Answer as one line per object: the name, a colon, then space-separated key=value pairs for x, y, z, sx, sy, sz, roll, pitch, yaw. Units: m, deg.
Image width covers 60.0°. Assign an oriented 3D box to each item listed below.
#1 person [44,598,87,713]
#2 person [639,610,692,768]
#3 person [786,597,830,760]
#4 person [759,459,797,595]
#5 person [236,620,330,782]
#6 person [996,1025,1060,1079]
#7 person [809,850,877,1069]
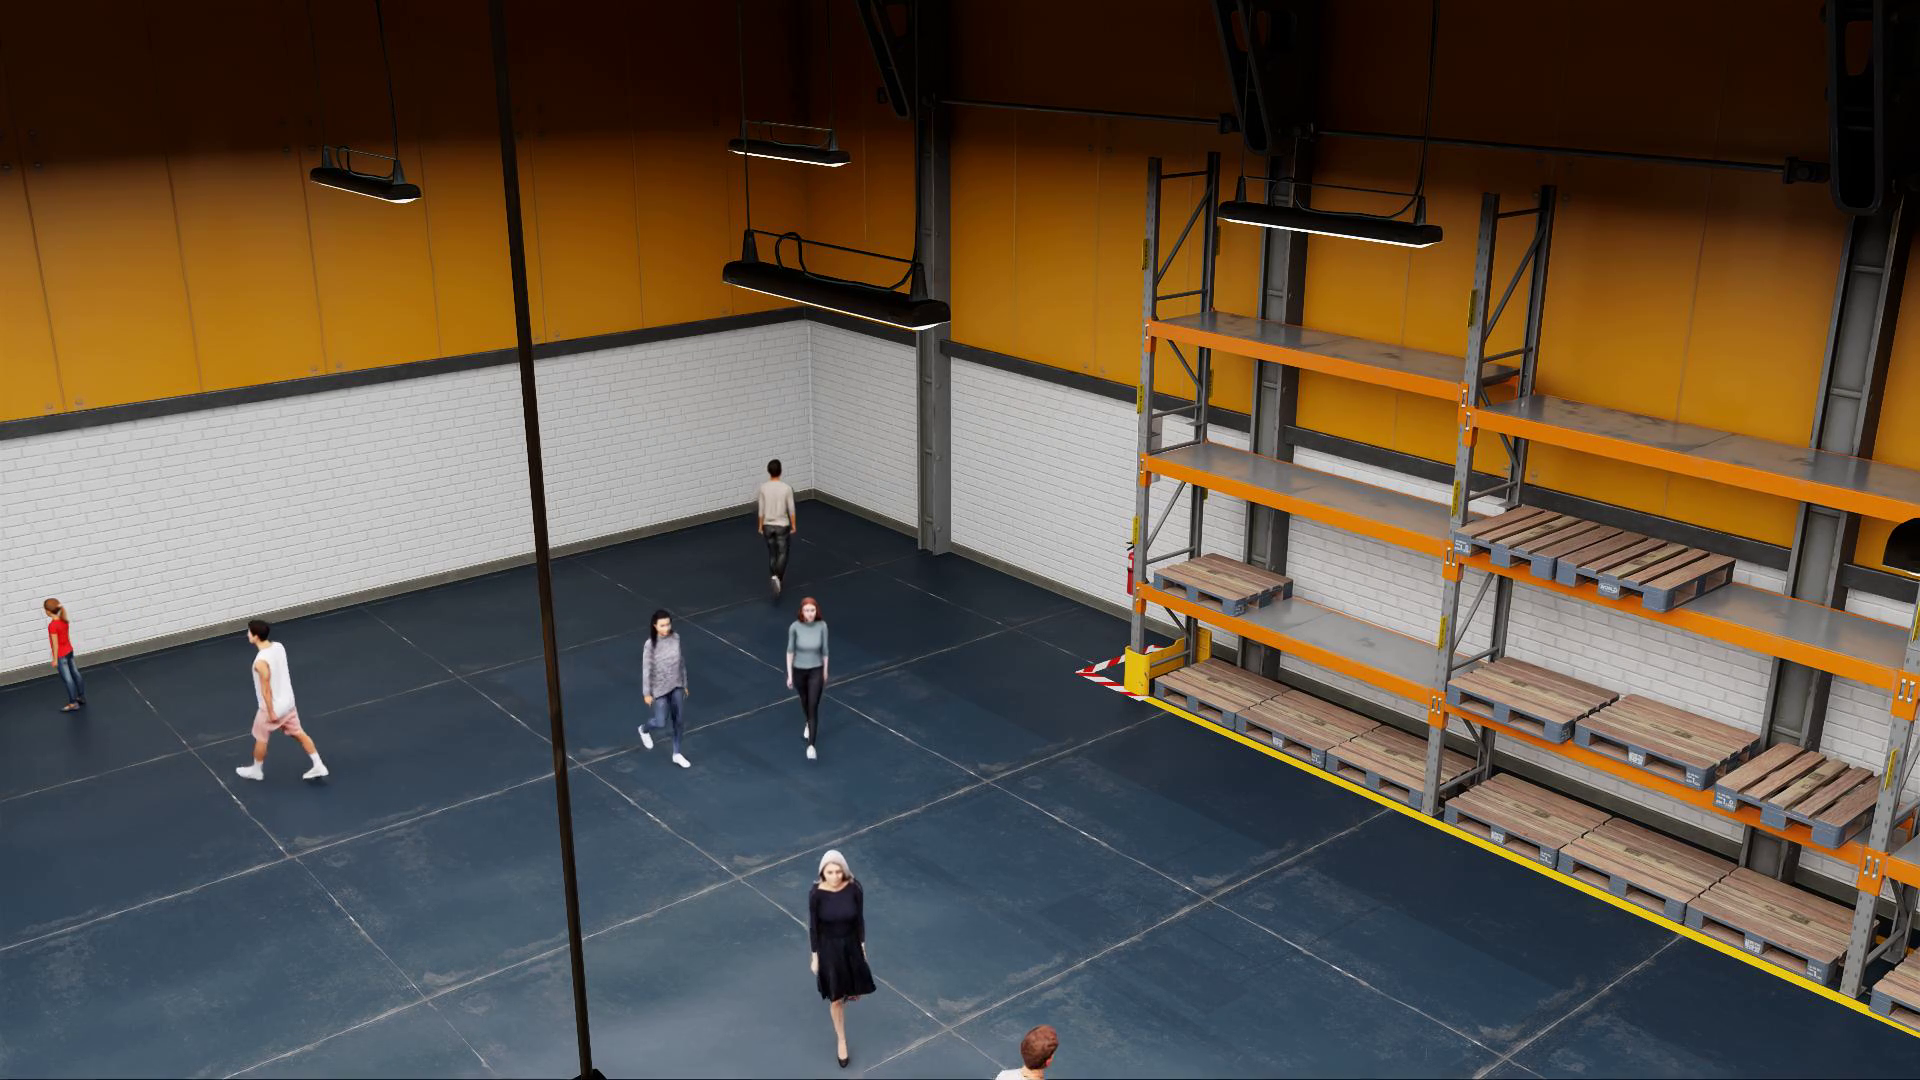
person: x=-9.951 y=1.259 z=18.475 sx=0.621 sy=1.310 sz=0.553 roll=0 pitch=19 yaw=1
person: x=-3.078 y=1.502 z=17.122 sx=0.893 sy=1.715 sz=0.679 roll=17 pitch=25 yaw=41
person: x=-1.600 y=1.398 z=17.477 sx=1.052 sy=1.684 sz=1.218 roll=-1 pitch=19 yaw=-2
person: x=-2.431 y=-0.149 z=21.902 sx=1.013 sy=1.792 sz=1.057 roll=2 pitch=19 yaw=7
person: x=-6.758 y=1.646 z=16.649 sx=1.240 sy=1.743 sz=1.107 roll=3 pitch=19 yaw=9
person: x=0.379 y=3.821 z=9.982 sx=0.794 sy=1.876 sz=0.821 roll=13 pitch=23 yaw=34
person: x=-0.916 y=3.074 z=12.429 sx=0.812 sy=1.730 sz=0.926 roll=-5 pitch=19 yaw=-13
